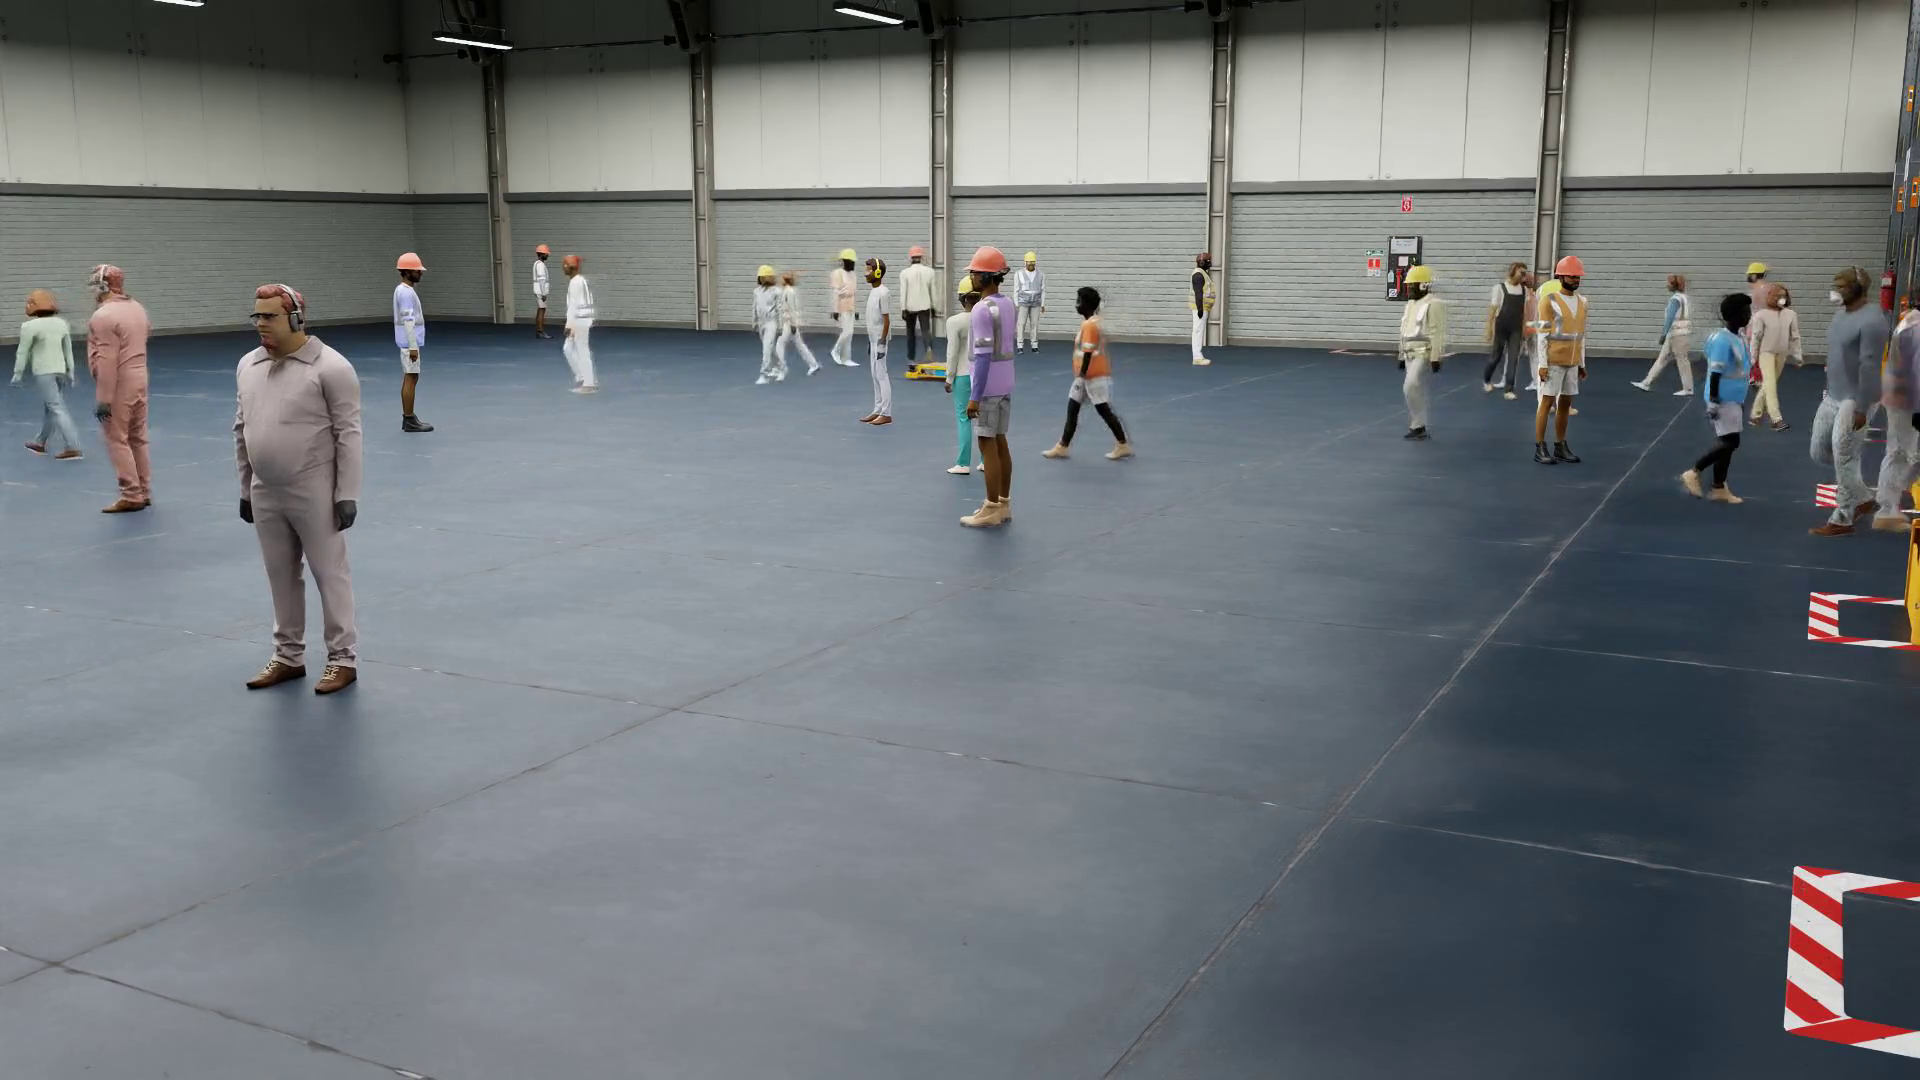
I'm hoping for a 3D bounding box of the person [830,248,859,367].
[{"bbox_3d":[-1.827,-3.762,26.988,0.411,1.913,0.616,6,12,29],"label":"person"}]

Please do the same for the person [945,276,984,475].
[{"bbox_3d":[0.093,-1.463,14.860,0.523,1.769,0.309,-7,12,-33],"label":"person"}]

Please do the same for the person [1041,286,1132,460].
[{"bbox_3d":[1.244,-1.570,15.754,0.862,1.654,0.543,0,10,1],"label":"person"}]

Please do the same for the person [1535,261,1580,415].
[{"bbox_3d":[7.143,-2.409,19.837,0.430,1.837,0.621,-5,12,-27],"label":"person"}]

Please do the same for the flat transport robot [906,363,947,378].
[{"bbox_3d":[-0.030,-2.482,24.495,1.431,0.197,0.652,7,12,33],"label":"flat transport robot"}]

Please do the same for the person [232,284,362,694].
[{"bbox_3d":[-3.104,-0.230,7.753,0.648,1.907,0.401,3,11,17],"label":"person"}]

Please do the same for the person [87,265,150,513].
[{"bbox_3d":[-6.518,-1.168,12.907,0.422,1.902,0.726,0,10,0],"label":"person"}]

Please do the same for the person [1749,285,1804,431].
[{"bbox_3d":[8.969,-2.003,18.293,0.501,1.586,0.859,-2,11,-11],"label":"person"}]

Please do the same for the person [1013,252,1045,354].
[{"bbox_3d":[1.255,-4.266,29.961,0.586,1.835,0.404,-2,11,-13],"label":"person"}]

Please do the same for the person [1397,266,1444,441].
[{"bbox_3d":[4.688,-1.914,17.185,0.517,1.810,0.629,-2,11,-13],"label":"person"}]

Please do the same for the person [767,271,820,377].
[{"bbox_3d":[-2.527,-3.271,25.157,0.835,1.605,0.505,-1,10,-7],"label":"person"}]

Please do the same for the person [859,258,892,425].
[{"bbox_3d":[-0.944,-2.233,18.774,0.329,1.873,0.512,-3,11,-18],"label":"person"}]

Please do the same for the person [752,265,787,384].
[{"bbox_3d":[-2.752,-3.133,24.127,0.493,1.714,0.831,6,12,32],"label":"person"}]

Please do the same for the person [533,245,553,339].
[{"bbox_3d":[-8.601,-5.112,34.298,0.374,1.934,0.548,-4,11,-20],"label":"person"}]

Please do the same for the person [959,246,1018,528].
[{"bbox_3d":[0.204,-1.110,12.165,0.367,2.048,0.609,4,11,21],"label":"person"}]

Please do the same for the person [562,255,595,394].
[{"bbox_3d":[-5.177,-2.891,22.382,0.540,1.868,0.597,-2,11,-10],"label":"person"}]

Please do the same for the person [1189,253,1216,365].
[{"bbox_3d":[4.011,-3.825,27.533,0.429,1.845,0.621,2,11,13],"label":"person"}]

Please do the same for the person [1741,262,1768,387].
[{"bbox_3d":[11.072,-3.006,23.300,0.512,1.747,0.556,3,11,13],"label":"person"}]

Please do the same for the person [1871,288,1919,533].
[{"bbox_3d":[6.857,-0.959,11.960,0.435,1.820,0.654,7,13,35],"label":"person"}]

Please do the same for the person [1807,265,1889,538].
[{"bbox_3d":[6.304,-0.969,11.755,0.479,1.929,0.656,0,10,0],"label":"person"}]

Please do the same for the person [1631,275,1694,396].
[{"bbox_3d":[9.428,-2.723,22.160,0.835,1.592,0.544,6,12,28],"label":"person"}]

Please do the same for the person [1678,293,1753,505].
[{"bbox_3d":[6.037,-1.102,13.120,0.390,1.688,0.537,8,13,37],"label":"person"}]

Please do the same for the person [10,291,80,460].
[{"bbox_3d":[-8.769,-1.562,15.848,0.820,1.593,0.520,3,11,15],"label":"person"}]

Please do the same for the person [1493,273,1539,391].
[{"bbox_3d":[7.704,-2.858,22.896,0.531,1.604,0.740,-10,14,-43],"label":"person"}]

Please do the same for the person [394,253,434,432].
[{"bbox_3d":[-5.959,-2.148,18.126,0.365,1.935,0.553,-4,11,-22],"label":"person"}]

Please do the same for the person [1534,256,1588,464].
[{"bbox_3d":[5.643,-1.676,15.551,0.542,1.939,0.359,-4,11,-23],"label":"person"}]

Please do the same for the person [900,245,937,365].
[{"bbox_3d":[-0.669,-3.792,27.005,0.626,1.973,0.825,-3,11,-14],"label":"person"}]

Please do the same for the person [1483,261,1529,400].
[{"bbox_3d":[7.154,-2.762,21.853,0.540,1.809,0.863,-1,10,-7],"label":"person"}]
